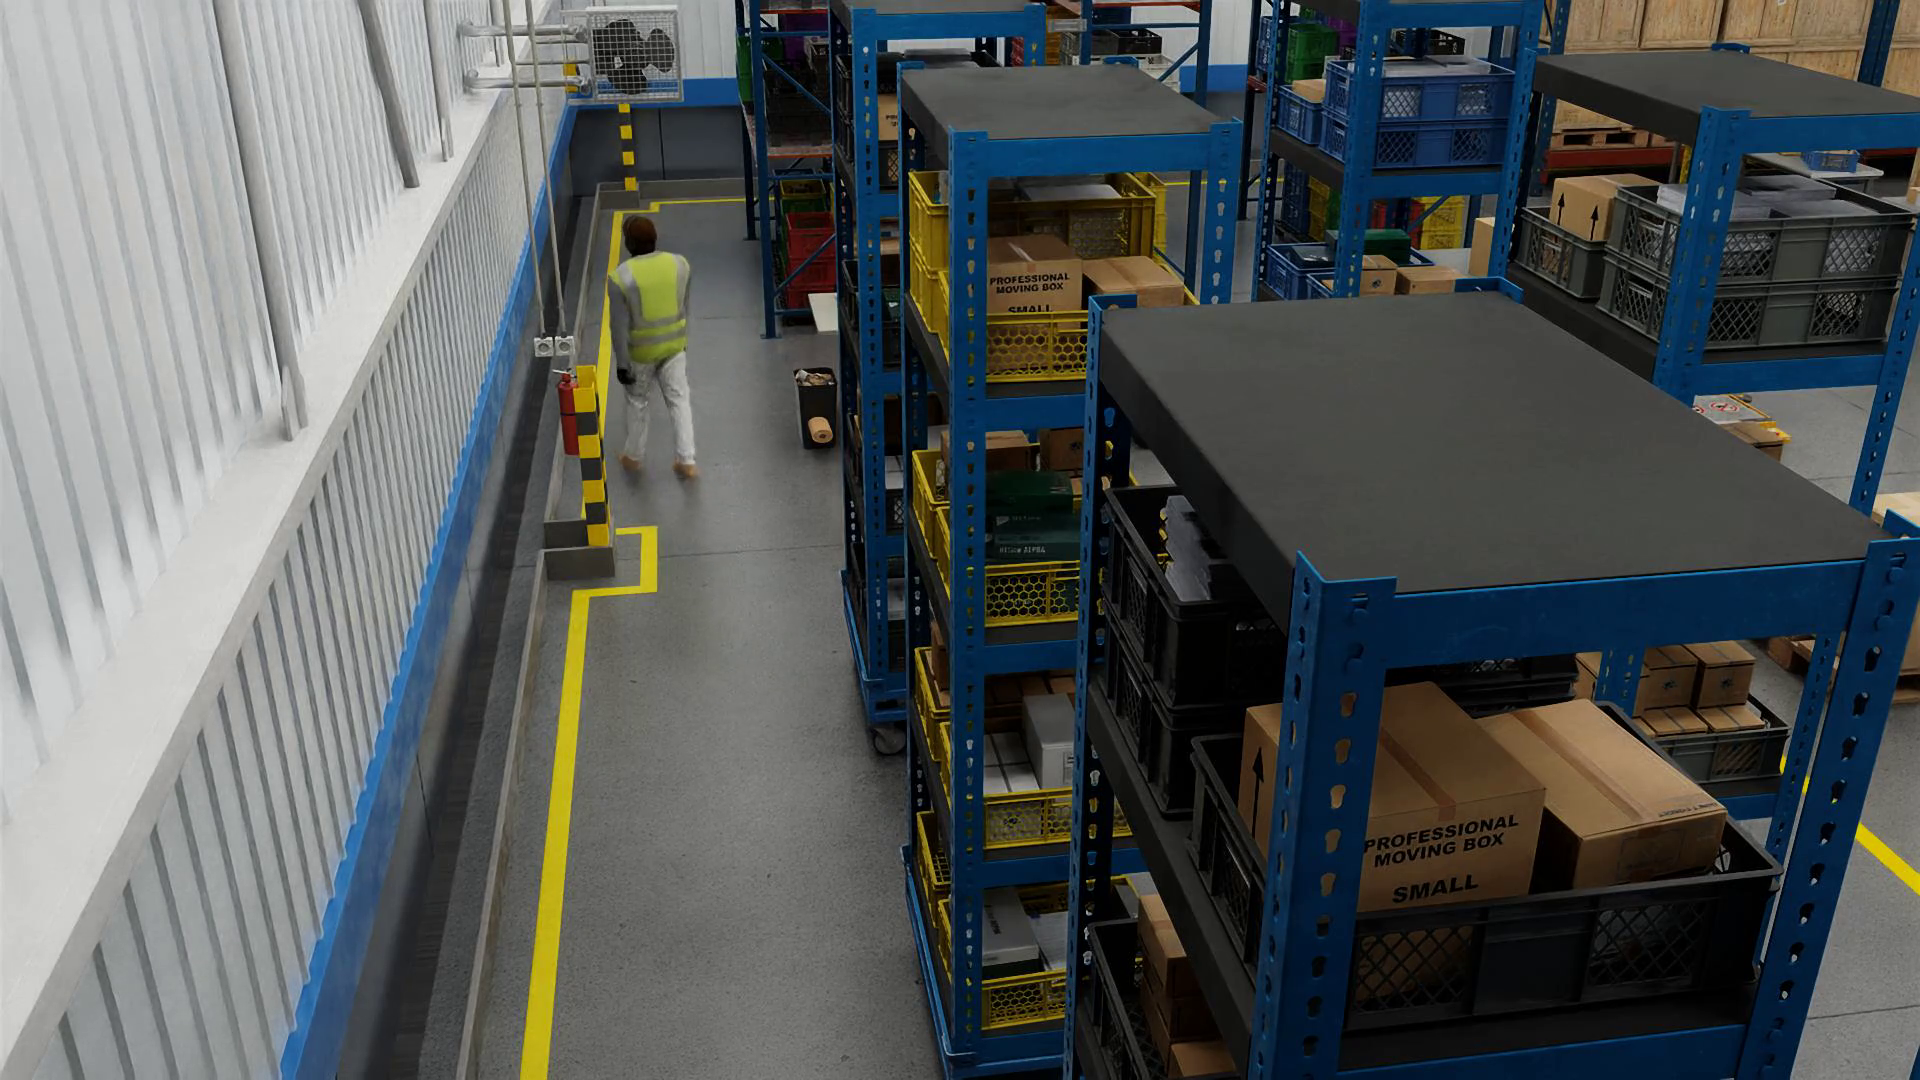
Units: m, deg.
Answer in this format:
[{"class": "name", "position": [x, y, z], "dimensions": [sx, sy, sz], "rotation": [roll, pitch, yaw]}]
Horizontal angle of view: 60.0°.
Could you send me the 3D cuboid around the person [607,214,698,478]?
[{"class": "person", "position": [-2.098, -1.313, 11.288], "dimensions": [0.629, 1.837, 0.564], "rotation": [-16, 29, -32]}]
